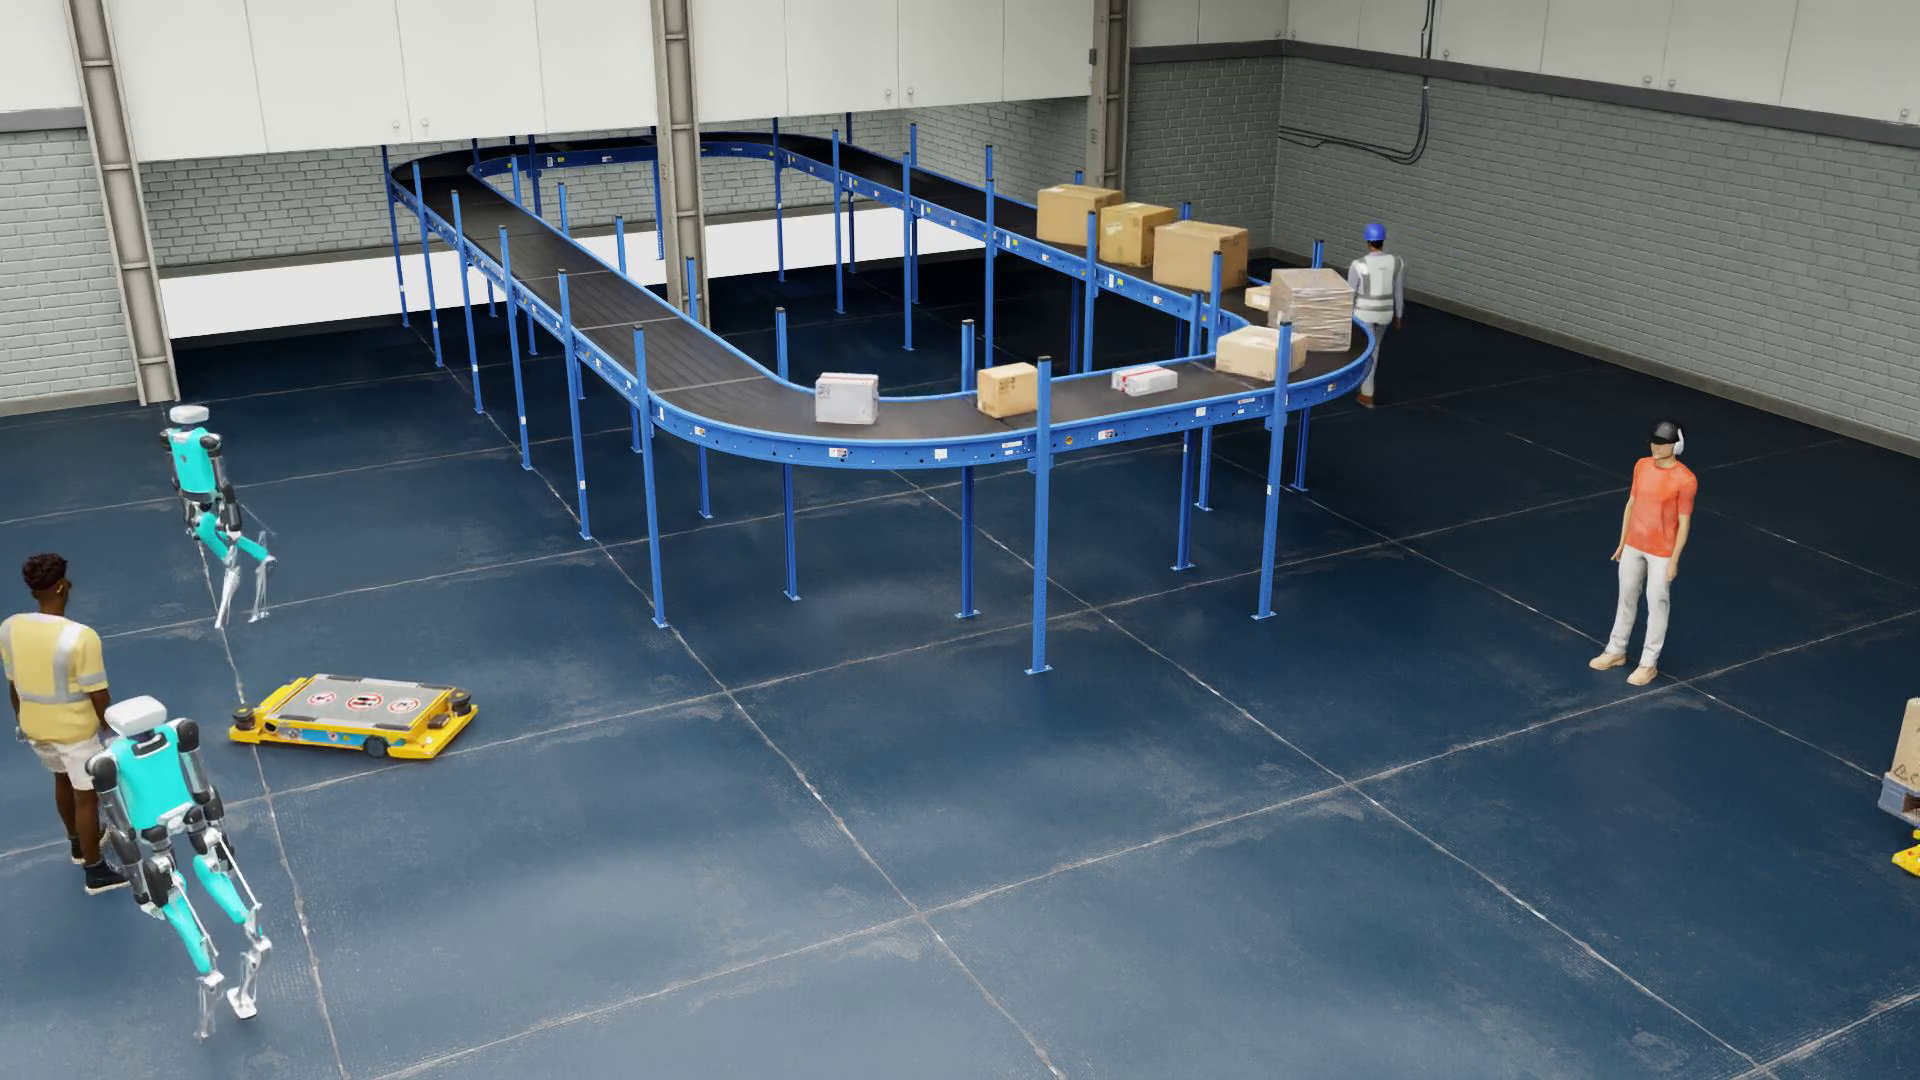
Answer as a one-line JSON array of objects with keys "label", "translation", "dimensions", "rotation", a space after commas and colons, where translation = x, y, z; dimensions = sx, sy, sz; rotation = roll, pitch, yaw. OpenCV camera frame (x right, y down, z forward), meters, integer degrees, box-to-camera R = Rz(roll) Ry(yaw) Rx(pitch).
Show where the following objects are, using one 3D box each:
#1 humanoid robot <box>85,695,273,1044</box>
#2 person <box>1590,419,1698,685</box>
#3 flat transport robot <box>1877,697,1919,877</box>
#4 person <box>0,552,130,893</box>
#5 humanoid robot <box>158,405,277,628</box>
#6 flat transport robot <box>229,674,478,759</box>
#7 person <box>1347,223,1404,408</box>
[{"label": "humanoid robot", "translation": [-3.586, 1.644, 7.900], "dimensions": [0.829, 1.806, 0.539], "rotation": [14, 26, 30]}, {"label": "person", "translation": [4.754, 0.079, 11.494], "dimensions": [0.399, 1.912, 0.476], "rotation": [-14, 26, -31]}, {"label": "flat transport robot", "translation": [6.106, 1.764, 9.514], "dimensions": [1.431, 0.231, 0.659], "rotation": [-10, 24, -24]}, {"label": "person", "translation": [-4.901, 0.991, 9.206], "dimensions": [0.667, 1.946, 0.553], "rotation": [6, 23, 15]}, {"label": "humanoid robot", "translation": [-5.453, -0.170, 12.397], "dimensions": [0.556, 1.837, 0.701], "rotation": [9, 24, 21]}, {"label": "flat transport robot", "translation": [-4.004, 1.163, 11.001], "dimensions": [1.431, 0.231, 0.659], "rotation": [4, 22, 10]}, {"label": "person", "translation": [4.312, -2.406, 17.616], "dimensions": [0.642, 1.918, 0.769], "rotation": [-5, 23, -12]}]
